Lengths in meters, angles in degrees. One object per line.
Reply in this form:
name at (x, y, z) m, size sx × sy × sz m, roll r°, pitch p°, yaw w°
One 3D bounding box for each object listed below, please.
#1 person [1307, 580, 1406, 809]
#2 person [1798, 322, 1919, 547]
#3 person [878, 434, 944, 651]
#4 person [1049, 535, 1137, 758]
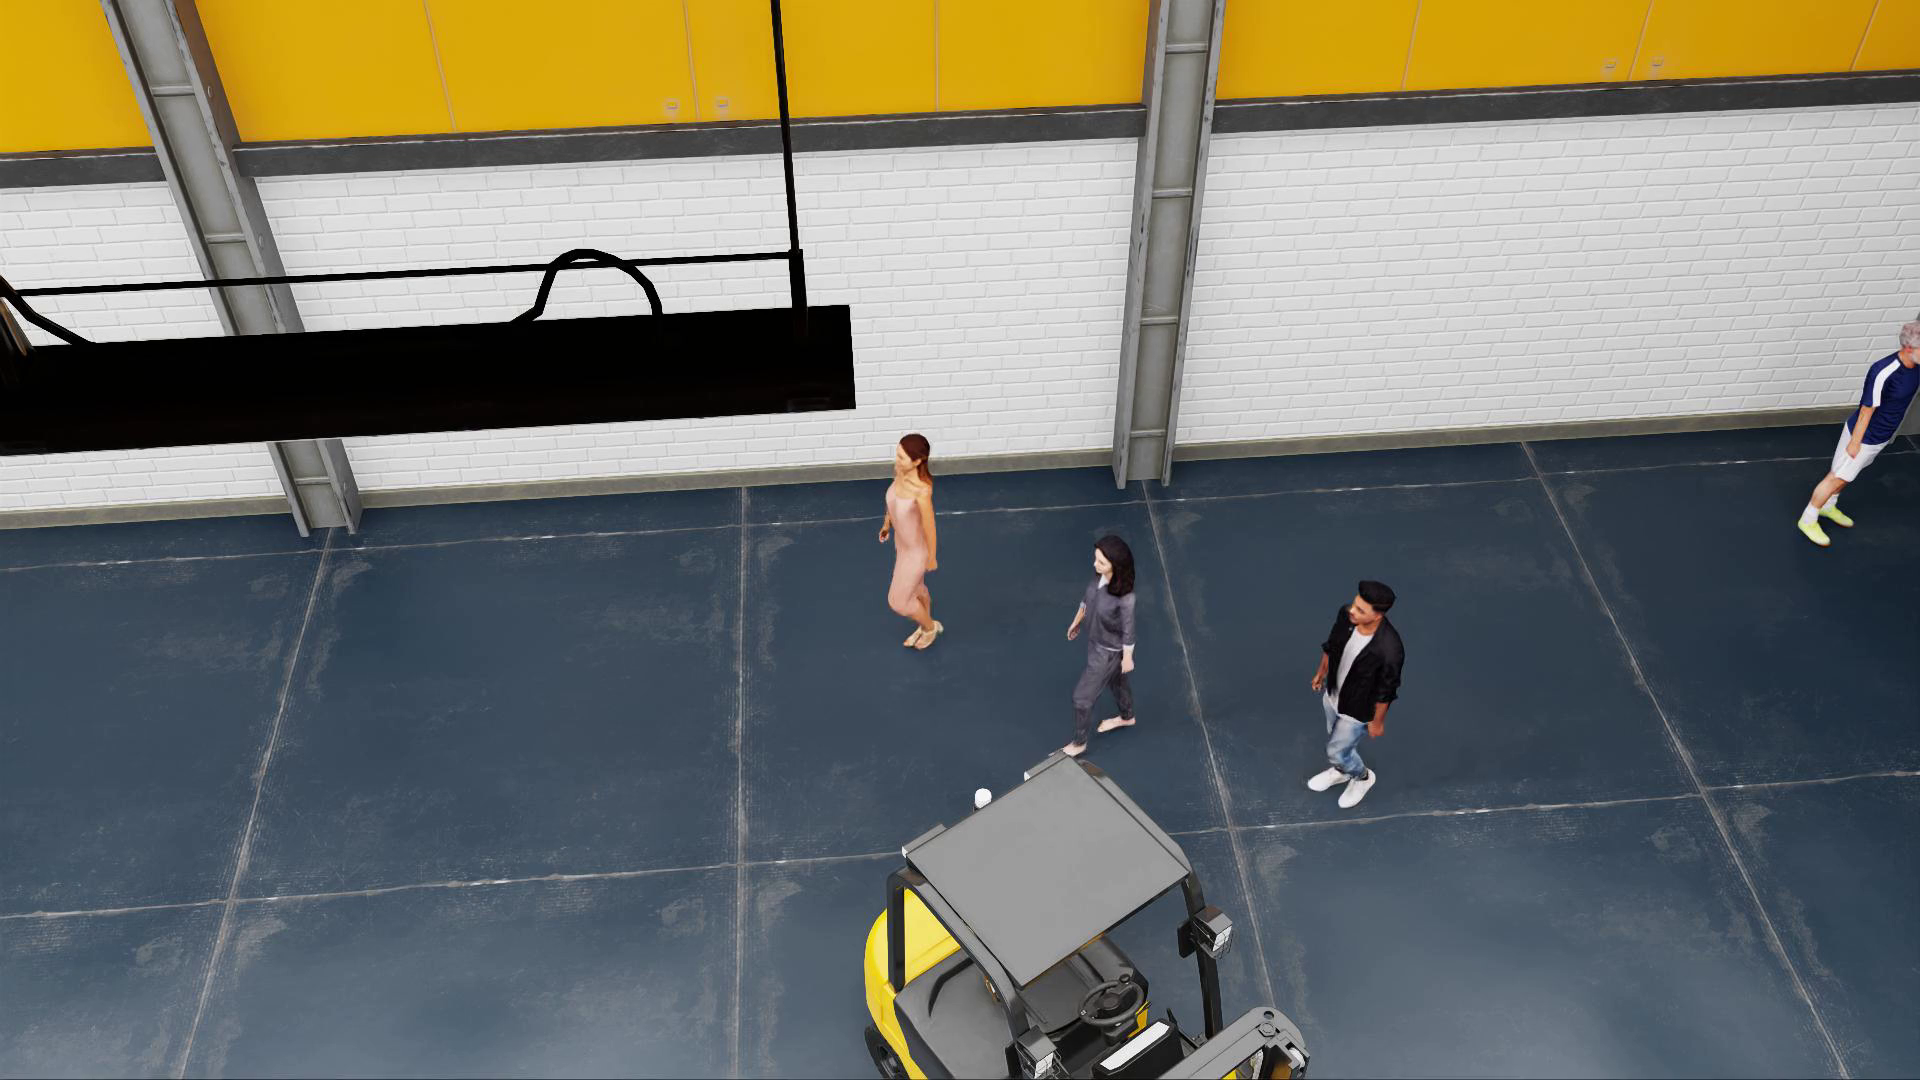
person at (2.420, 0.879, 9.836) m, size 0.731 × 1.801 × 0.767 m, roll -13°, pitch 45°, yaw -13°
person at (6.318, -0.775, 11.548) m, size 0.671 × 1.835 × 0.777 m, roll -29°, pitch 51°, yaw -27°
person at (-0.221, 0.019, 10.725) m, size 0.683 × 1.819 × 0.663 m, roll -15°, pitch 46°, yaw -15°
person at (0.990, 0.605, 10.168) m, size 0.905 × 1.740 × 0.694 m, roll -10°, pitch 45°, yaw -10°
